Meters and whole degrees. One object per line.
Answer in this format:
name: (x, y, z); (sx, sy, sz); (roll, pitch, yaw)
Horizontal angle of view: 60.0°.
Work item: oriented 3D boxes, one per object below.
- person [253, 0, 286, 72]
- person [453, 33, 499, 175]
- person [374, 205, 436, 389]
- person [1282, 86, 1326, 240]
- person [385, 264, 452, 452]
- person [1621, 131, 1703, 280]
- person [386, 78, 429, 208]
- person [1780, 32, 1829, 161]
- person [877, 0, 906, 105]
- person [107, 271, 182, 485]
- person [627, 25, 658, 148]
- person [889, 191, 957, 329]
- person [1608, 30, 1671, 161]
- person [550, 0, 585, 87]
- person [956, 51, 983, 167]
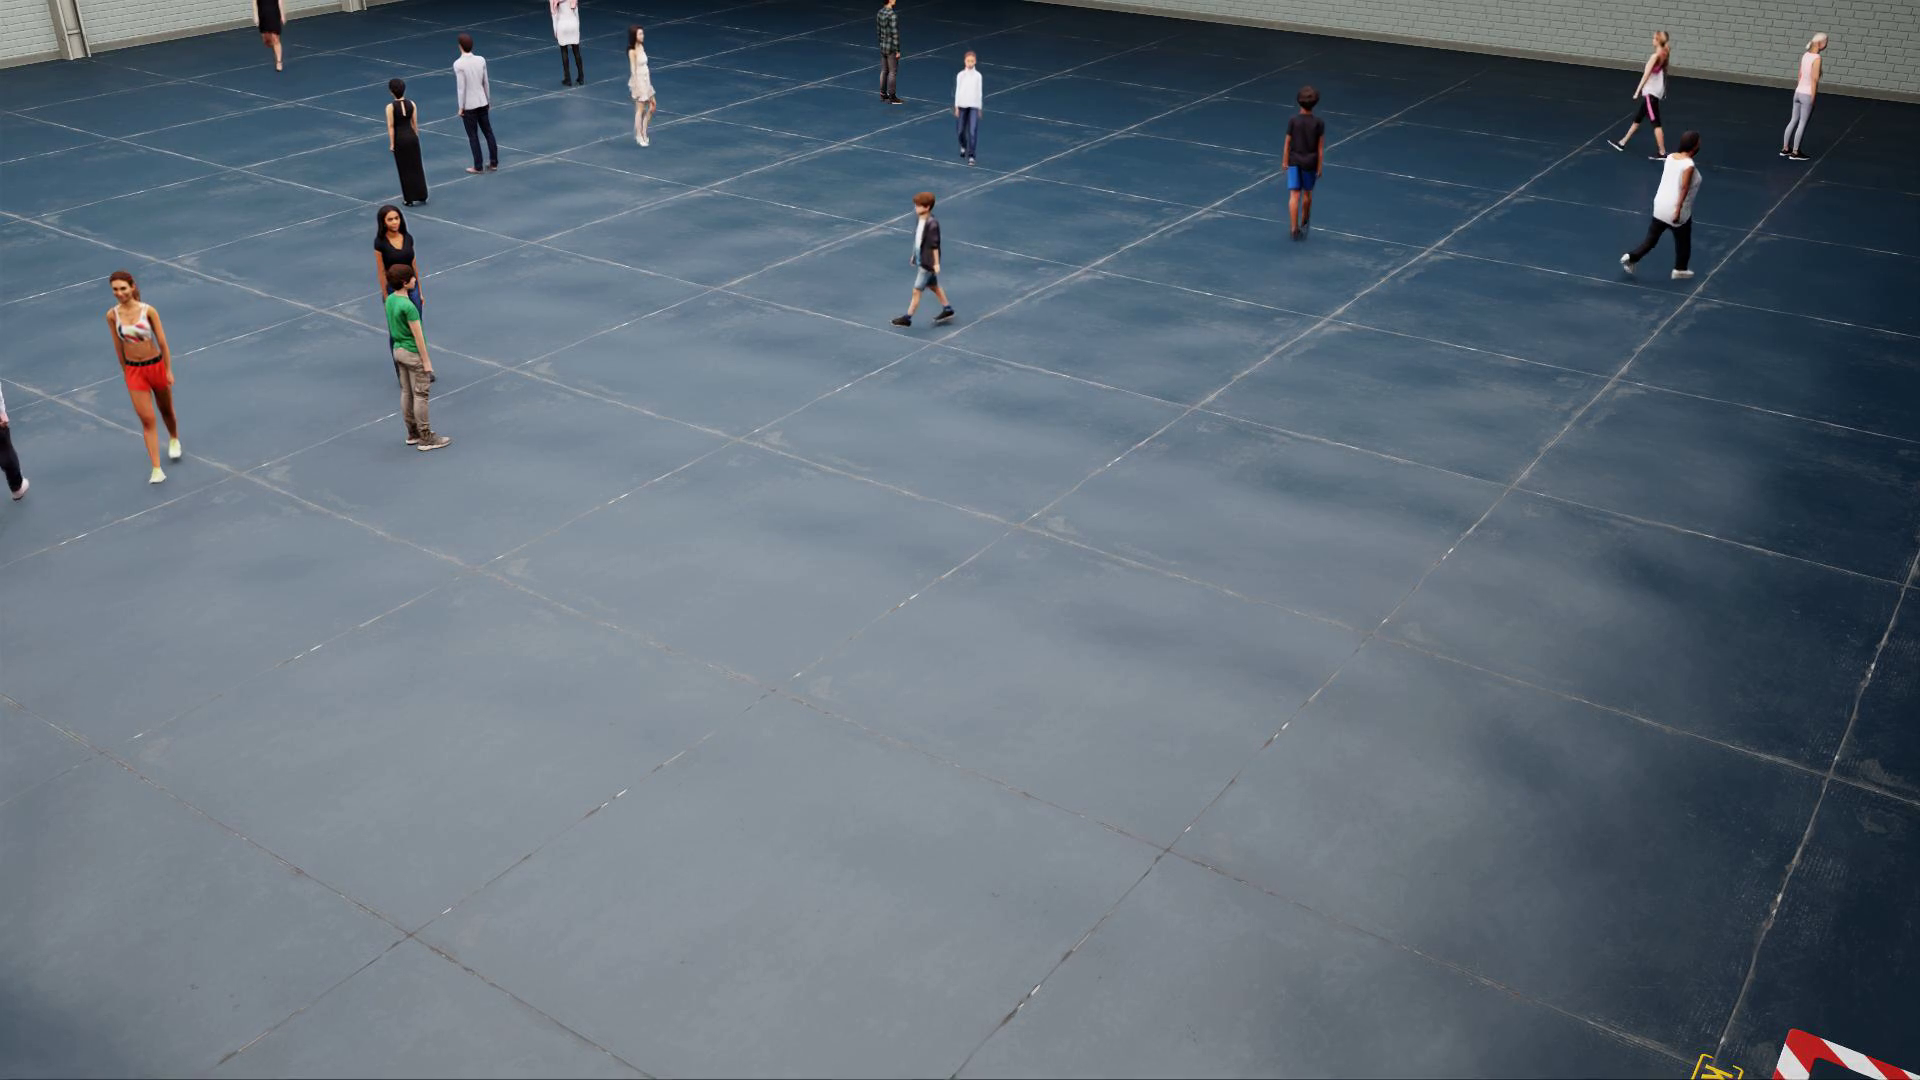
person: (-11.916, -8.988, 28.731); (0.932, 1.701, 0.987); (-5, 28, -10)
person: (-6.622, -5.948, 22.665); (0.734, 1.851, 0.499); (19, 33, 32)
person: (-5.296, -2.325, 15.750); (0.514, 1.740, 0.646); (-24, 36, -39)
person: (4.096, -4.484, 19.911); (0.879, 1.768, 1.118); (7, 28, 13)
person: (-4.771, -1.596, 14.430); (0.623, 1.651, 0.572); (24, 36, 39)
person: (7.871, -3.688, 18.491); (1.147, 1.654, 1.083); (-5, 28, -10)
person: (-7.082, -5.075, 21.242); (0.634, 1.601, 0.468); (20, 33, 34)
person: (11.886, -6.250, 23.393); (0.708, 1.721, 0.639); (-3, 27, -6)
person: (-1.112, -7.686, 25.884); (0.656, 1.715, 0.735); (-18, 32, -31)
person: (-6.790, -1.412, 13.973); (1.135, 1.743, 1.139); (-7, 28, -12)
person: (-4.681, -6.523, 23.922); (0.741, 1.722, 0.621); (7, 28, 13)
person: (-0.292, -2.886, 17.197); (1.048, 1.412, 0.874); (-11, 29, -20)
person: (9.734, -6.147, 23.175); (1.121, 1.736, 0.844); (-24, 35, -38)
person: (-6.538, -8.513, 27.702); (0.653, 1.800, 0.766); (-15, 31, -27)
person: (0.128, -6.029, 23.149); (0.713, 1.551, 0.797); (1, 27, 1)
